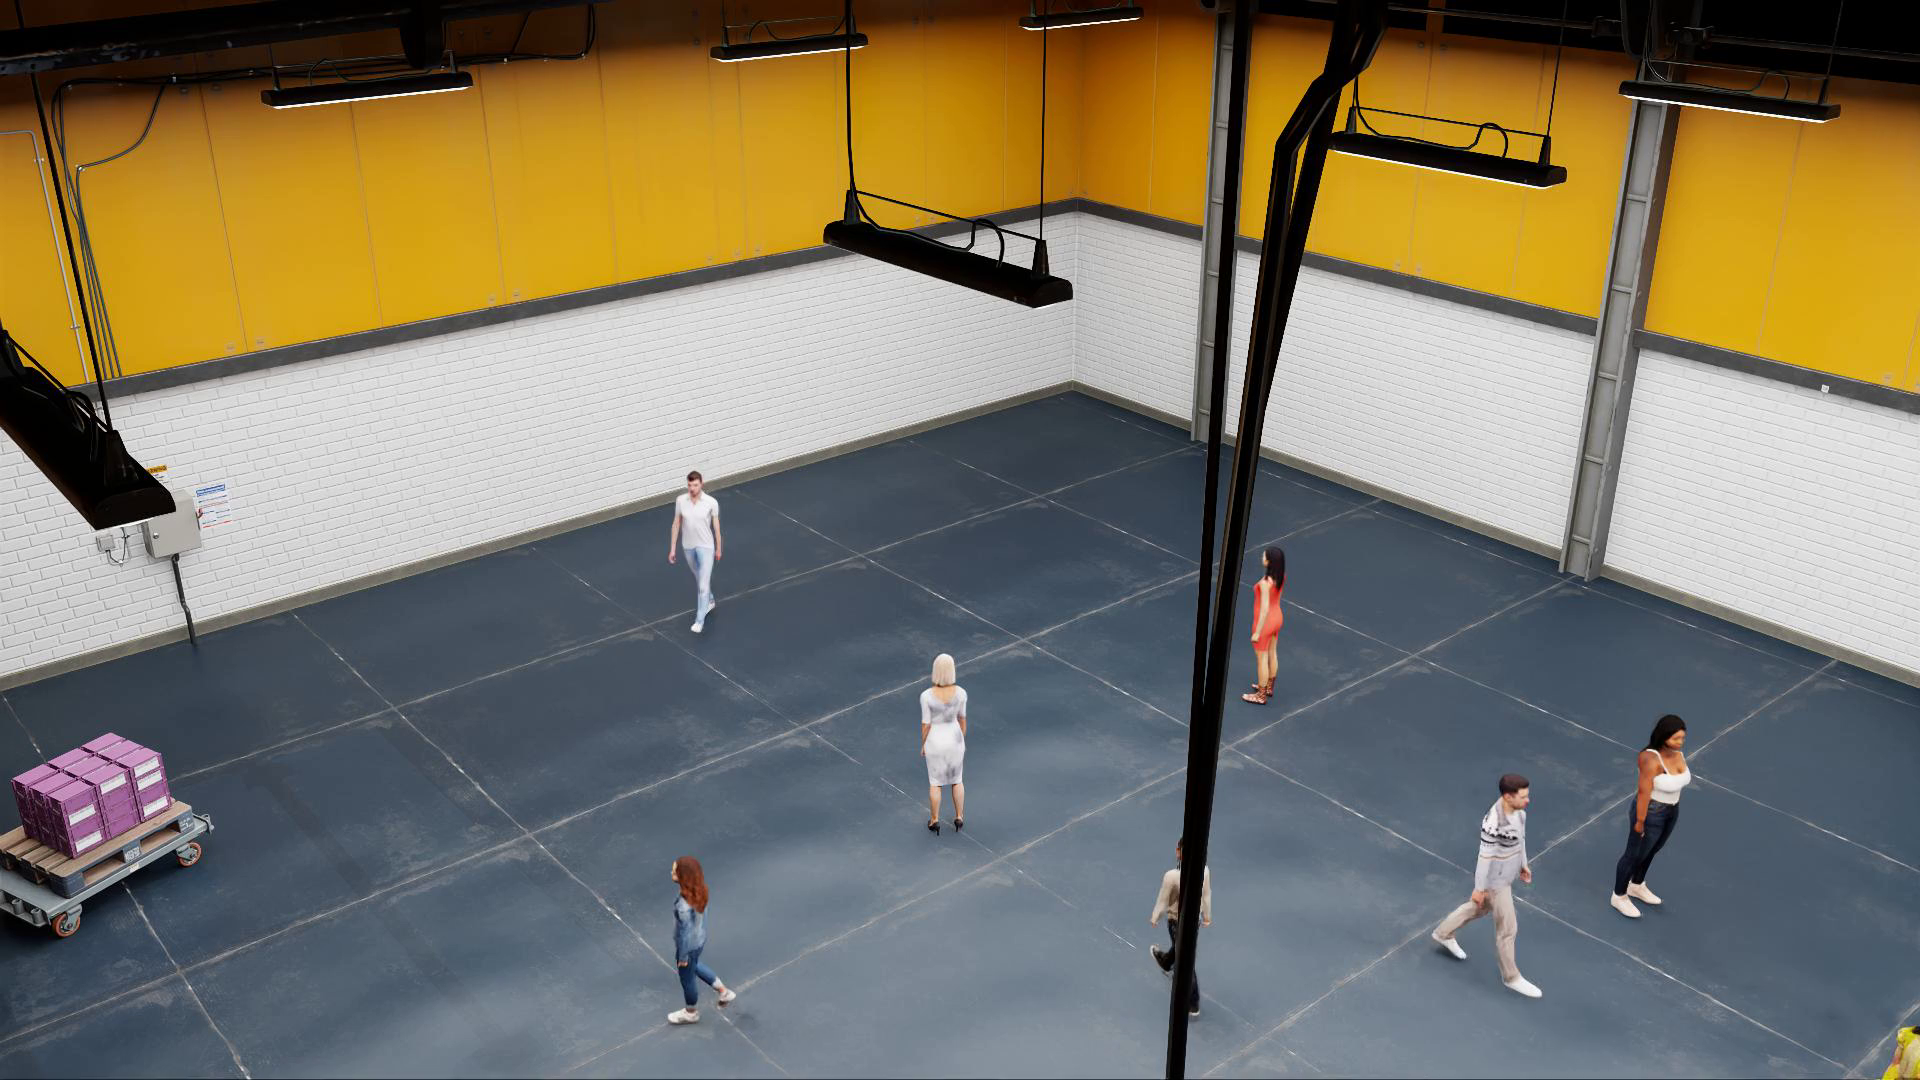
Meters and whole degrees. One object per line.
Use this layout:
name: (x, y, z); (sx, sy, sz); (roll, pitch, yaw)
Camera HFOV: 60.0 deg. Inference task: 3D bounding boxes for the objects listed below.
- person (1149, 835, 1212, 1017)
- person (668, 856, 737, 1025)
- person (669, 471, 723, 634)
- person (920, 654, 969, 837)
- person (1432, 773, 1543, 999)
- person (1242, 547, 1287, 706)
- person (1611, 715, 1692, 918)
person: (1.717, 2.907, 12.484); (0.713, 1.430, 1.029); (-12, 26, -25)
person: (-1.927, 2.963, 12.305); (0.866, 1.470, 0.807); (2, 24, 5)
person: (-2.881, 0.073, 18.504); (1.189, 1.801, 1.166); (6, 24, 13)
person: (-0.133, 1.795, 14.626); (0.640, 1.751, 0.646); (-5, 24, -11)
person: (4.052, 2.546, 12.801); (1.248, 1.837, 0.914); (16, 28, 32)
person: (3.114, 0.852, 16.823); (0.609, 1.719, 0.638); (16, 28, 32)
person: (5.652, 2.219, 13.587); (0.643, 1.807, 0.598); (-17, 29, -34)
